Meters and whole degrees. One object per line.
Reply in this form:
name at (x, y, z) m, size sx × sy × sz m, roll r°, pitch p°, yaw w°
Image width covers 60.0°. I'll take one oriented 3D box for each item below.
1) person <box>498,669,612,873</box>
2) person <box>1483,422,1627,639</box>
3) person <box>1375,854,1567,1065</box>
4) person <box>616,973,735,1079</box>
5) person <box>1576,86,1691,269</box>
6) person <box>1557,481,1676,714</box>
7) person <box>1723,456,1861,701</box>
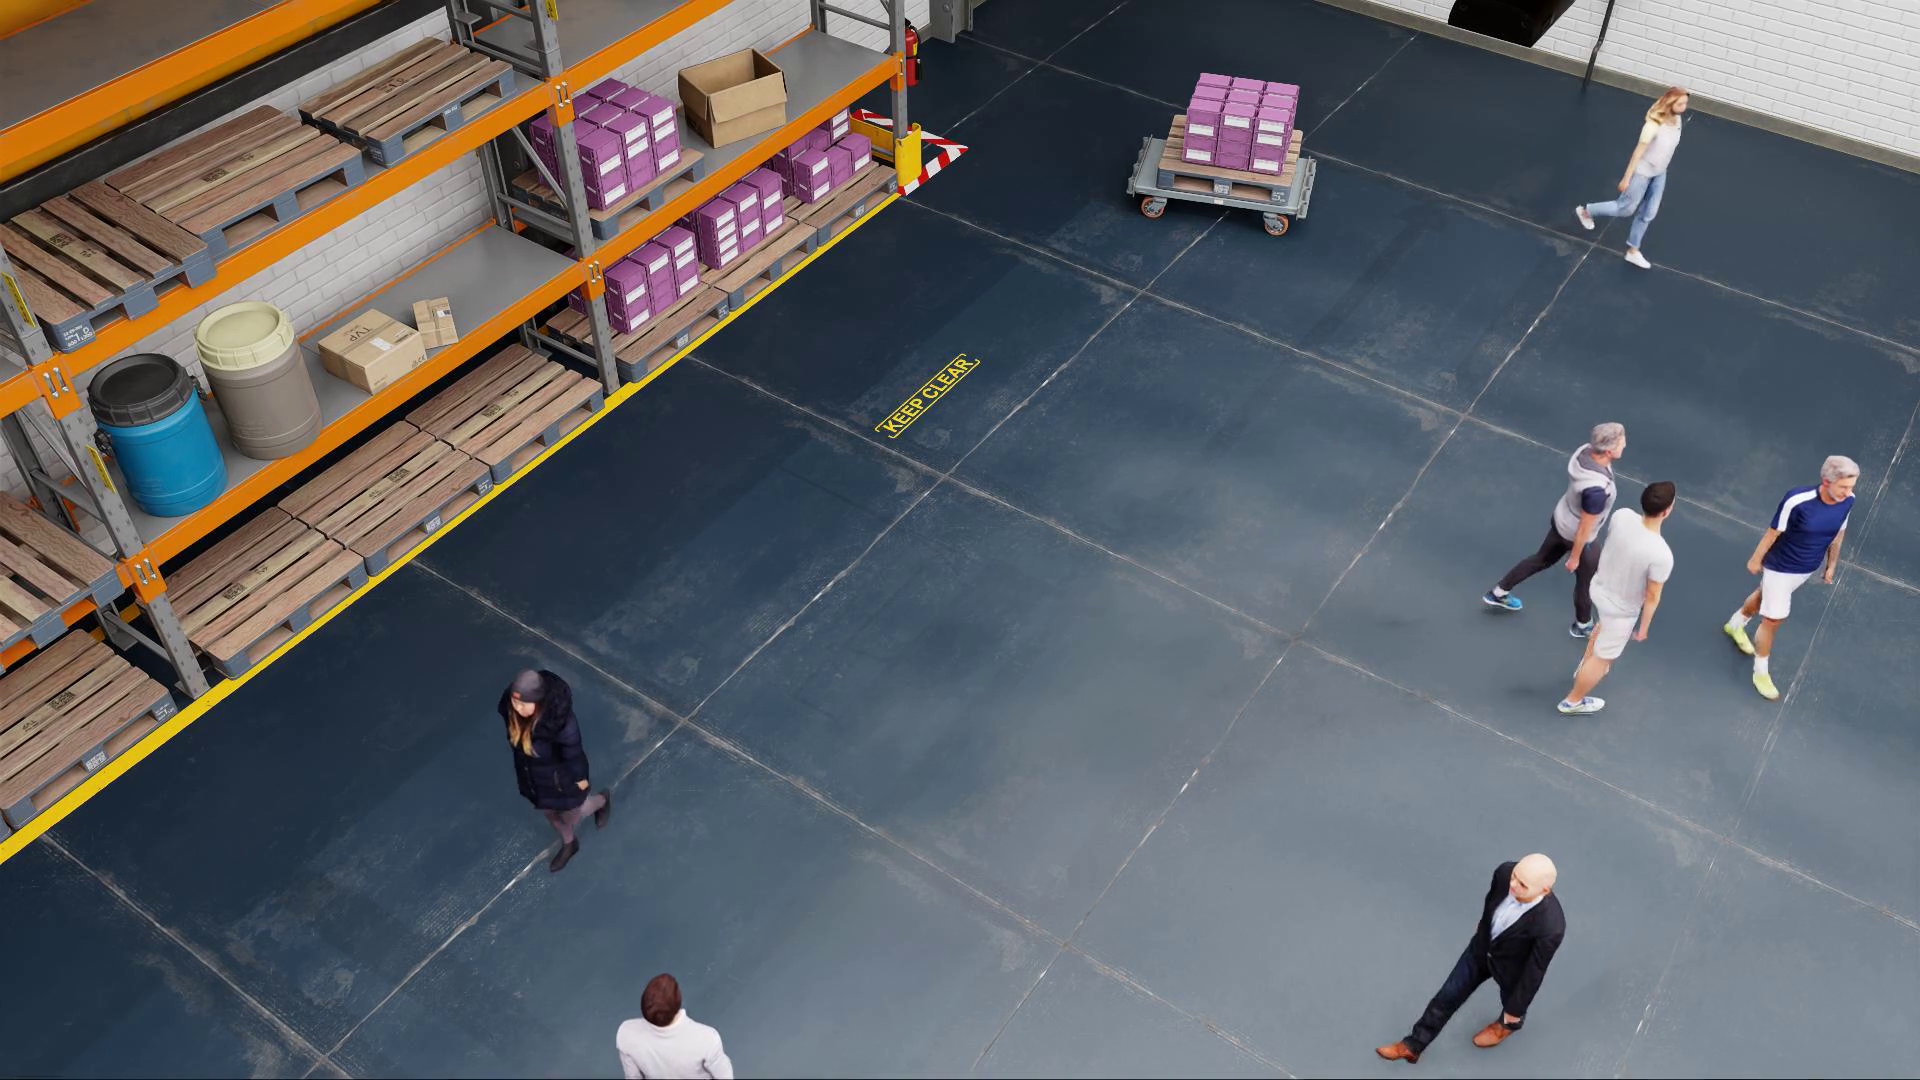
person at (-2.351, 1.281, 9.777) m, size 0.705 × 1.665 × 0.836 m, roll 20°, pitch 47°, yaw 20°
person at (4.011, -0.068, 11.100) m, size 1.110 × 1.793 × 1.175 m, roll 4°, pitch 44°, yaw 4°
person at (2.931, 2.190, 8.754) m, size 1.274 × 1.761 × 1.088 m, roll -18°, pitch 46°, yaw -18°
person at (-1.360, 2.706, 8.145) m, size 0.766 × 1.852 × 0.769 m, roll 3°, pitch 44°, yaw 3°
person at (5.876, -3.214, 14.473) m, size 1.063 × 1.696 × 0.920 m, roll -30°, pitch 51°, yaw -28°
person at (4.113, 0.379, 10.604) m, size 0.941 × 1.830 × 0.892 m, roll -11°, pitch 45°, yaw -11°
person at (5.399, 0.092, 10.922) m, size 1.016 × 1.808 × 1.049 m, roll -10°, pitch 45°, yaw -10°
